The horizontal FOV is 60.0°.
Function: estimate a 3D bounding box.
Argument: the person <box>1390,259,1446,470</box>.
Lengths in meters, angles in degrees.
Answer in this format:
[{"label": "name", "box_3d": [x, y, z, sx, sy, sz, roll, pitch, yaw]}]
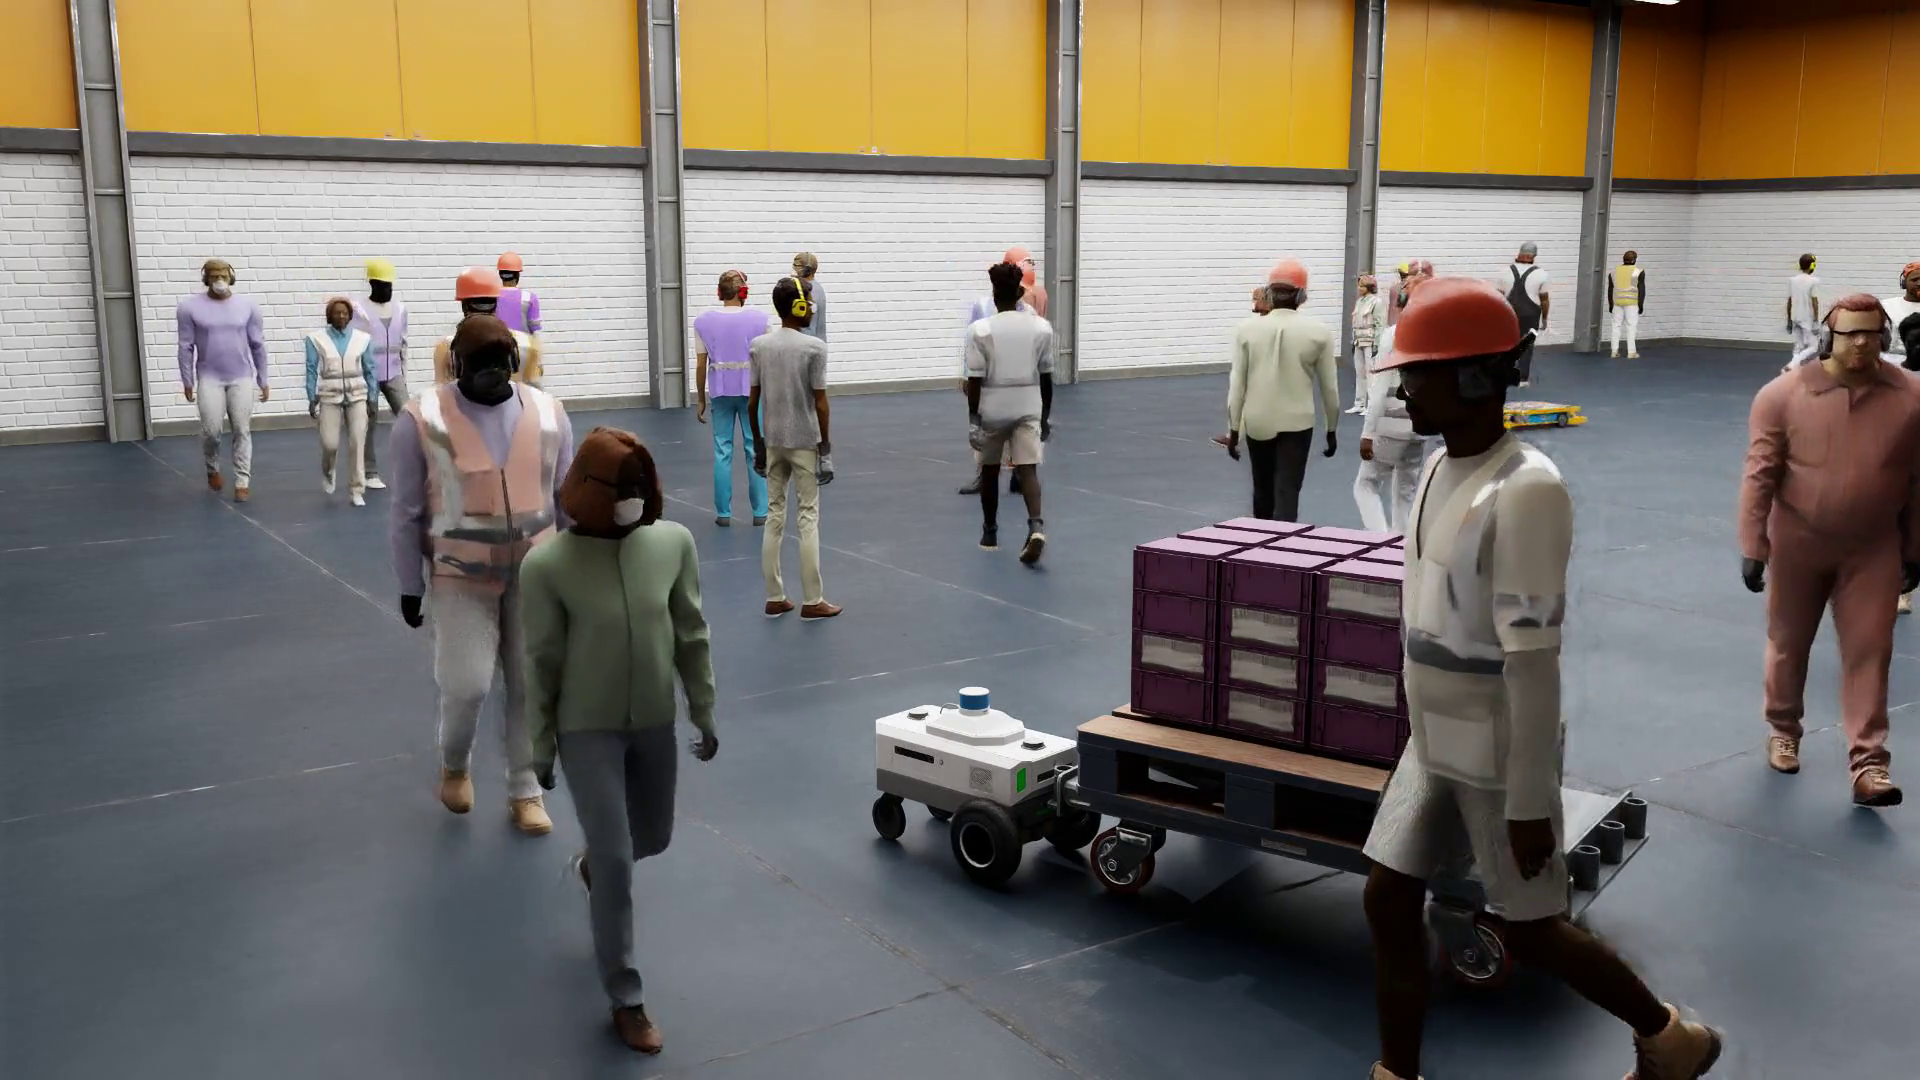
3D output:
[{"label": "person", "box_3d": [4.096, -1.552, 14.821, 0.774, 1.886, 0.657, 3, 11, 16]}]

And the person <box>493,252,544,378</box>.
[{"label": "person", "box_3d": [-4.114, -1.676, 15.344, 0.545, 1.938, 0.355, -1, 10, -3]}]

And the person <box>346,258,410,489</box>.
[{"label": "person", "box_3d": [-4.694, -1.337, 13.597, 0.773, 1.898, 0.612, 8, 13, 39]}]

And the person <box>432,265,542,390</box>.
[{"label": "person", "box_3d": [-2.507, -0.486, 8.851, 0.576, 1.923, 0.403, -7, 12, -32]}]

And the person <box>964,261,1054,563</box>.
[{"label": "person", "box_3d": [0.333, -0.821, 10.690, 0.611, 1.939, 0.943, -2, 11, -11]}]

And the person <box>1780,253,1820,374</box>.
[{"label": "person", "box_3d": [11.592, -3.016, 22.906, 0.539, 1.855, 0.555, -4, 11, -19]}]

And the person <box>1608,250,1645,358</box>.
[{"label": "person", "box_3d": [11.473, -4.052, 28.634, 0.624, 1.844, 0.430, 10, 14, 43]}]

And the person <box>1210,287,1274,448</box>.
[{"label": "person", "box_3d": [2.895, -1.655, 16.166, 0.842, 1.579, 0.519, -2, 10, -9]}]

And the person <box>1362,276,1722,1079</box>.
[{"label": "person", "box_3d": [1.251, 0.429, 3.643, 0.940, 2.002, 0.640, -1, 10, -6]}]

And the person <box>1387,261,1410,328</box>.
[{"label": "person", "box_3d": [6.046, -2.910, 22.622, 0.372, 1.747, 0.545, -4, 11, -23]}]

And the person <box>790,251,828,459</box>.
[{"label": "person", "box_3d": [-1.426, -1.723, 15.600, 0.370, 1.940, 0.630, 0, 10, 0]}]

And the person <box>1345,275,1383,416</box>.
[{"label": "person", "box_3d": [4.734, -2.265, 19.395, 0.307, 1.636, 0.525, -3, 11, -17]}]

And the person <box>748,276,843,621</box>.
[{"label": "person", "box_3d": [-0.913, -0.491, 9.051, 0.513, 1.866, 0.331, 5, 12, 26]}]

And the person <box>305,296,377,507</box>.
[{"label": "person", "box_3d": [-4.800, -1.082, 12.921, 0.528, 1.625, 0.485, -6, 12, -28]}]

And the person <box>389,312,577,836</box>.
[{"label": "person", "box_3d": [-1.629, 0.124, 5.776, 0.646, 1.824, 0.477, -7, 13, -34]}]

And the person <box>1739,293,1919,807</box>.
[{"label": "person", "box_3d": [3.248, 0.038, 6.153, 0.671, 1.863, 0.958, 3, 11, 17]}]

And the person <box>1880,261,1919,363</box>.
[{"label": "person", "box_3d": [7.585, -1.286, 13.358, 0.572, 1.883, 0.353, 2, 10, 9]}]

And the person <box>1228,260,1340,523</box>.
[{"label": "person", "box_3d": [1.951, -0.698, 9.993, 0.645, 1.933, 1.052, 4, 11, 20]}]

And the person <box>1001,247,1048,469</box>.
[{"label": "person", "box_3d": [0.546, -1.621, 14.909, 0.392, 1.985, 0.610, 7, 12, 34]}]

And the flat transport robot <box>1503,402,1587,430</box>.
[{"label": "flat transport robot", "box_3d": [6.147, -1.374, 18.257, 1.431, 0.197, 0.652, -6, 12, -30]}]

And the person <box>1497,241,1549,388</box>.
[{"label": "person", "box_3d": [7.794, -3.124, 22.998, 0.708, 2.000, 0.536, 7, 12, 33]}]

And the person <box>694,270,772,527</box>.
[{"label": "person", "box_3d": [-1.611, -1.003, 11.925, 0.564, 1.839, 0.395, 0, 10, -2]}]

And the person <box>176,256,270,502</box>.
[{"label": "person", "box_3d": [-5.781, -1.257, 13.085, 0.647, 1.924, 0.498, -6, 12, -28]}]

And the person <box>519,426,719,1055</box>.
[{"label": "person", "box_3d": [-0.945, 0.477, 4.453, 0.521, 1.606, 0.724, -8, 13, -36]}]

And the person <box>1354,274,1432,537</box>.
[{"label": "person", "box_3d": [2.620, -0.630, 9.850, 0.676, 1.853, 0.397, -6, 12, -31]}]

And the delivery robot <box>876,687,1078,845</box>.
[{"label": "delivery robot", "box_3d": [0.046, 0.741, 5.627, 0.707, 0.478, 0.477, 9, 14, 41]}]

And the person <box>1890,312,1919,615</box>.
[{"label": "person", "box_3d": [5.342, -0.462, 9.403, 0.535, 1.668, 0.759, 6, 12, 29]}]

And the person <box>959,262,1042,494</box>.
[{"label": "person", "box_3d": [0.299, -1.279, 13.344, 0.668, 1.885, 0.365, 2, 11, 11]}]
